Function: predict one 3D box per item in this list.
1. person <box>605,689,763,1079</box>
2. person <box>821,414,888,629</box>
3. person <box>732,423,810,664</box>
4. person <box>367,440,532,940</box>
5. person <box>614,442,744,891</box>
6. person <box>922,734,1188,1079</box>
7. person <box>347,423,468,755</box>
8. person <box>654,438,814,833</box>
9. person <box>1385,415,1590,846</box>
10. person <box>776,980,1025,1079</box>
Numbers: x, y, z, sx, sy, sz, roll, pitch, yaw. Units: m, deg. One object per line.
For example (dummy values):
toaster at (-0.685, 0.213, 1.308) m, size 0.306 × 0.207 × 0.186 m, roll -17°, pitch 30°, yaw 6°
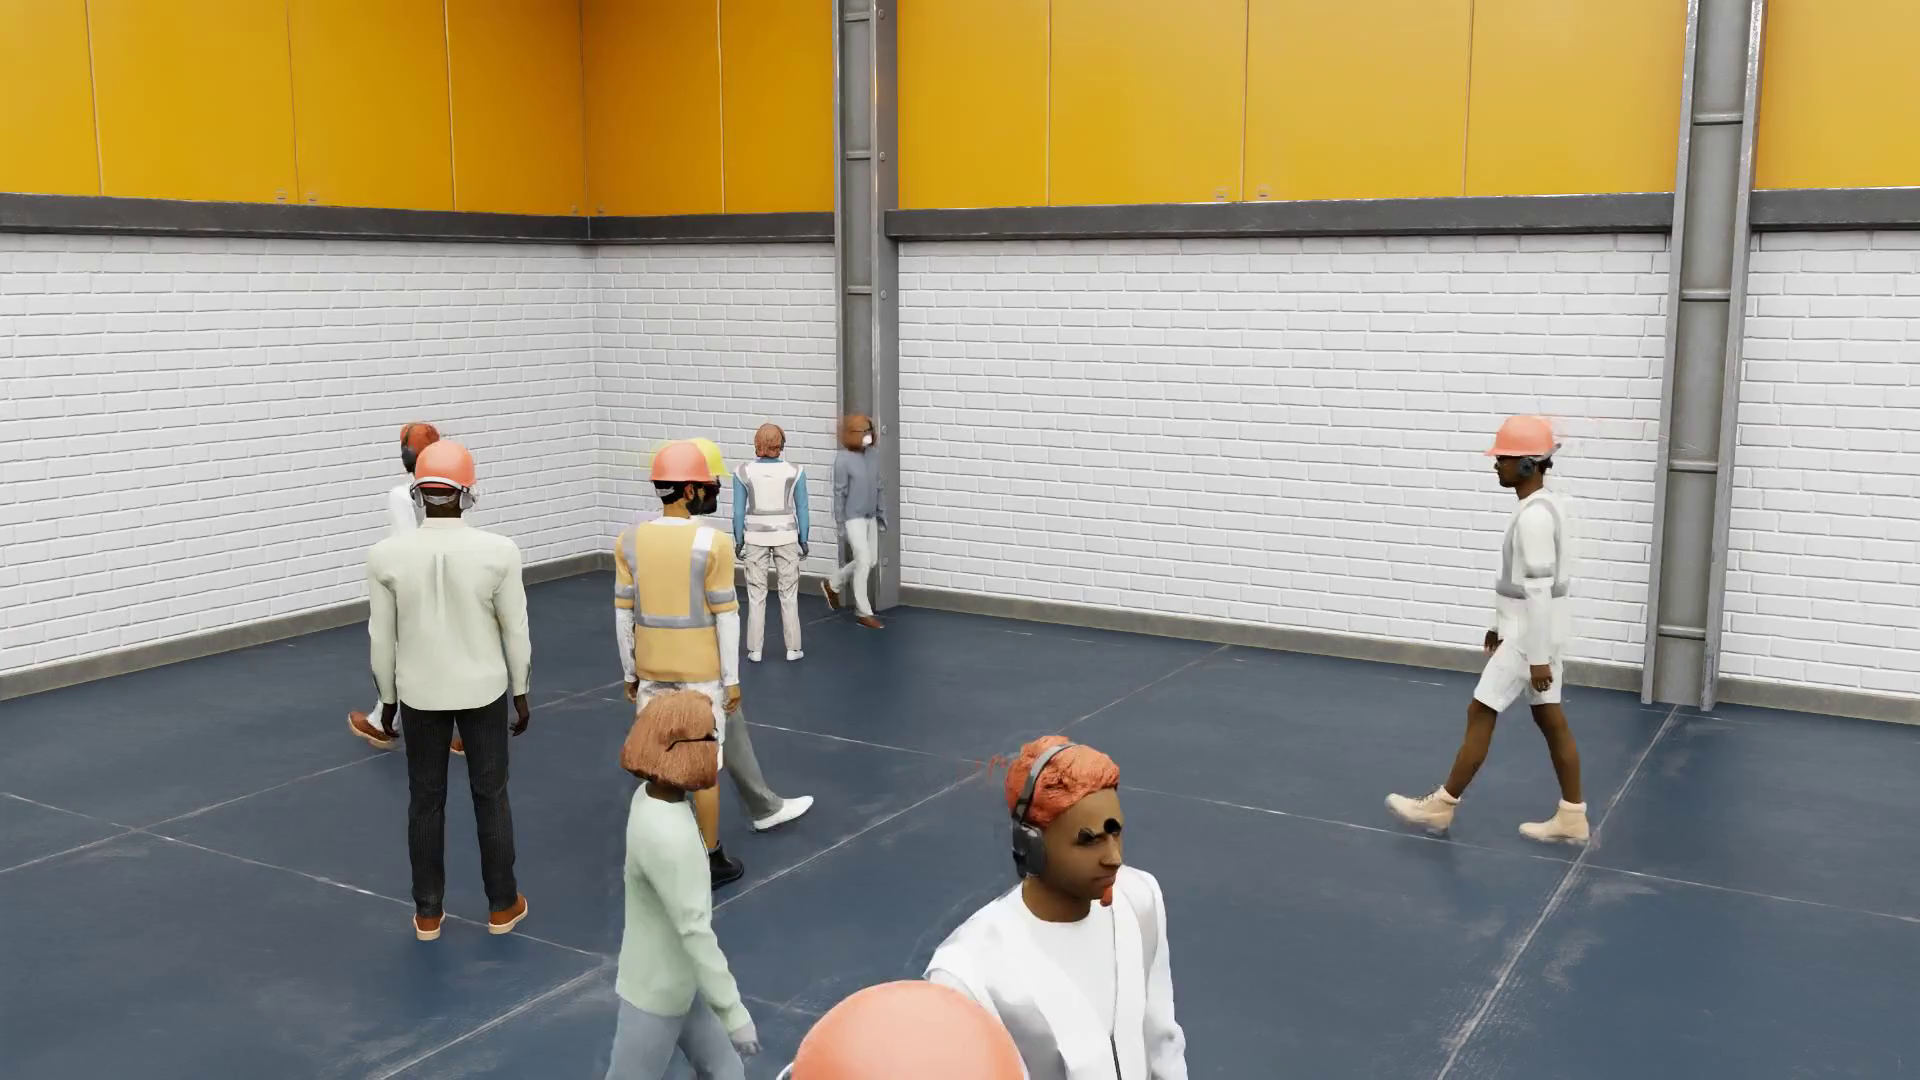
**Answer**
person at (-0.719, 1.170, 4.344) m, size 0.879 × 1.582 × 0.510 m, roll -1°, pitch 9°, yaw -9°
person at (-0.808, -0.160, 12.553) m, size 0.627 × 1.610 × 0.507 m, roll 6°, pitch 11°, yaw 33°
person at (-1.280, 0.028, 11.294) m, size 0.522 × 1.640 × 0.305 m, roll -1°, pitch 9°, yaw -5°
person at (-2.013, 0.600, 6.618) m, size 0.612 × 1.995 × 0.382 m, roll -2°, pitch 9°, yaw -10°
person at (-1.196, 0.543, 7.163) m, size 0.549 × 1.932 × 0.373 m, roll 2°, pitch 9°, yaw 15°
person at (0.140, 1.240, 3.160) m, size 1.020 × 1.834 × 0.573 m, roll 7°, pitch 12°, yaw 39°
person at (-2.974, 0.273, 9.151) m, size 0.934 × 1.834 × 0.591 m, roll 5°, pitch 11°, yaw 30°
person at (-1.138, 0.469, 7.752) m, size 0.844 × 1.889 × 0.600 m, roll -6°, pitch 11°, yaw -32°
person at (2.497, 0.422, 7.717) m, size 1.002 × 1.998 × 0.623 m, roll 4°, pitch 10°, yaw 25°
person at (-0.142, 1.399, 1.821) m, size 1.037 × 1.952 × 0.627 m, roll 7°, pitch 11°, yaw 36°
